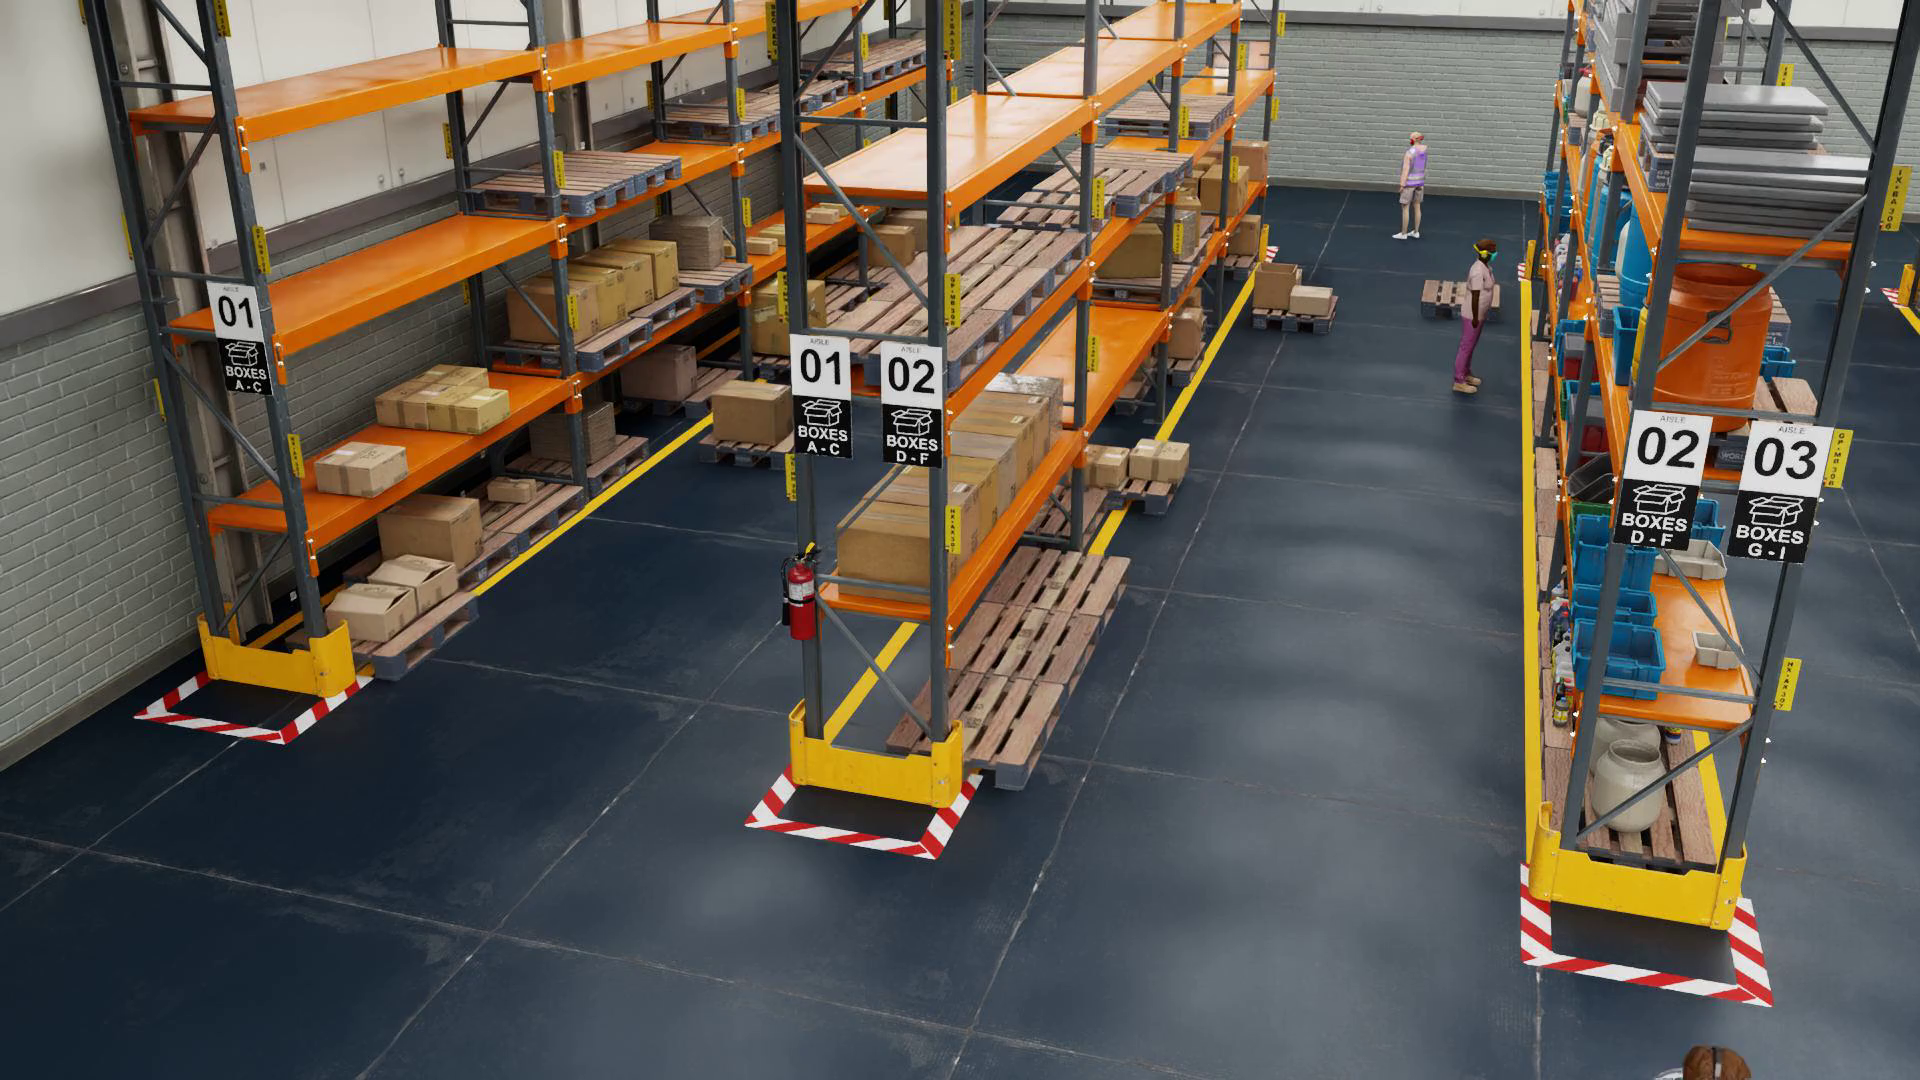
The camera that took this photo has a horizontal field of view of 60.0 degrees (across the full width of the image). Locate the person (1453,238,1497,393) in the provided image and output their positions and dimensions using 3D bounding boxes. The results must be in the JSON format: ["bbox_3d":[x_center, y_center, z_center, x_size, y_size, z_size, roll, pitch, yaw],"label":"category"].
[{"bbox_3d":[5.995,-2.620,19.327,0.337,1.793,0.506,10,25,21],"label":"person"}]

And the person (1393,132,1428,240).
[{"bbox_3d":[7.181,-5.620,26.416,0.491,1.688,0.348,-13,27,-28],"label":"person"}]

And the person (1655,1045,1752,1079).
[{"bbox_3d":[2.922,2.801,6.713,0.517,1.823,0.660,6,24,15],"label":"person"}]
